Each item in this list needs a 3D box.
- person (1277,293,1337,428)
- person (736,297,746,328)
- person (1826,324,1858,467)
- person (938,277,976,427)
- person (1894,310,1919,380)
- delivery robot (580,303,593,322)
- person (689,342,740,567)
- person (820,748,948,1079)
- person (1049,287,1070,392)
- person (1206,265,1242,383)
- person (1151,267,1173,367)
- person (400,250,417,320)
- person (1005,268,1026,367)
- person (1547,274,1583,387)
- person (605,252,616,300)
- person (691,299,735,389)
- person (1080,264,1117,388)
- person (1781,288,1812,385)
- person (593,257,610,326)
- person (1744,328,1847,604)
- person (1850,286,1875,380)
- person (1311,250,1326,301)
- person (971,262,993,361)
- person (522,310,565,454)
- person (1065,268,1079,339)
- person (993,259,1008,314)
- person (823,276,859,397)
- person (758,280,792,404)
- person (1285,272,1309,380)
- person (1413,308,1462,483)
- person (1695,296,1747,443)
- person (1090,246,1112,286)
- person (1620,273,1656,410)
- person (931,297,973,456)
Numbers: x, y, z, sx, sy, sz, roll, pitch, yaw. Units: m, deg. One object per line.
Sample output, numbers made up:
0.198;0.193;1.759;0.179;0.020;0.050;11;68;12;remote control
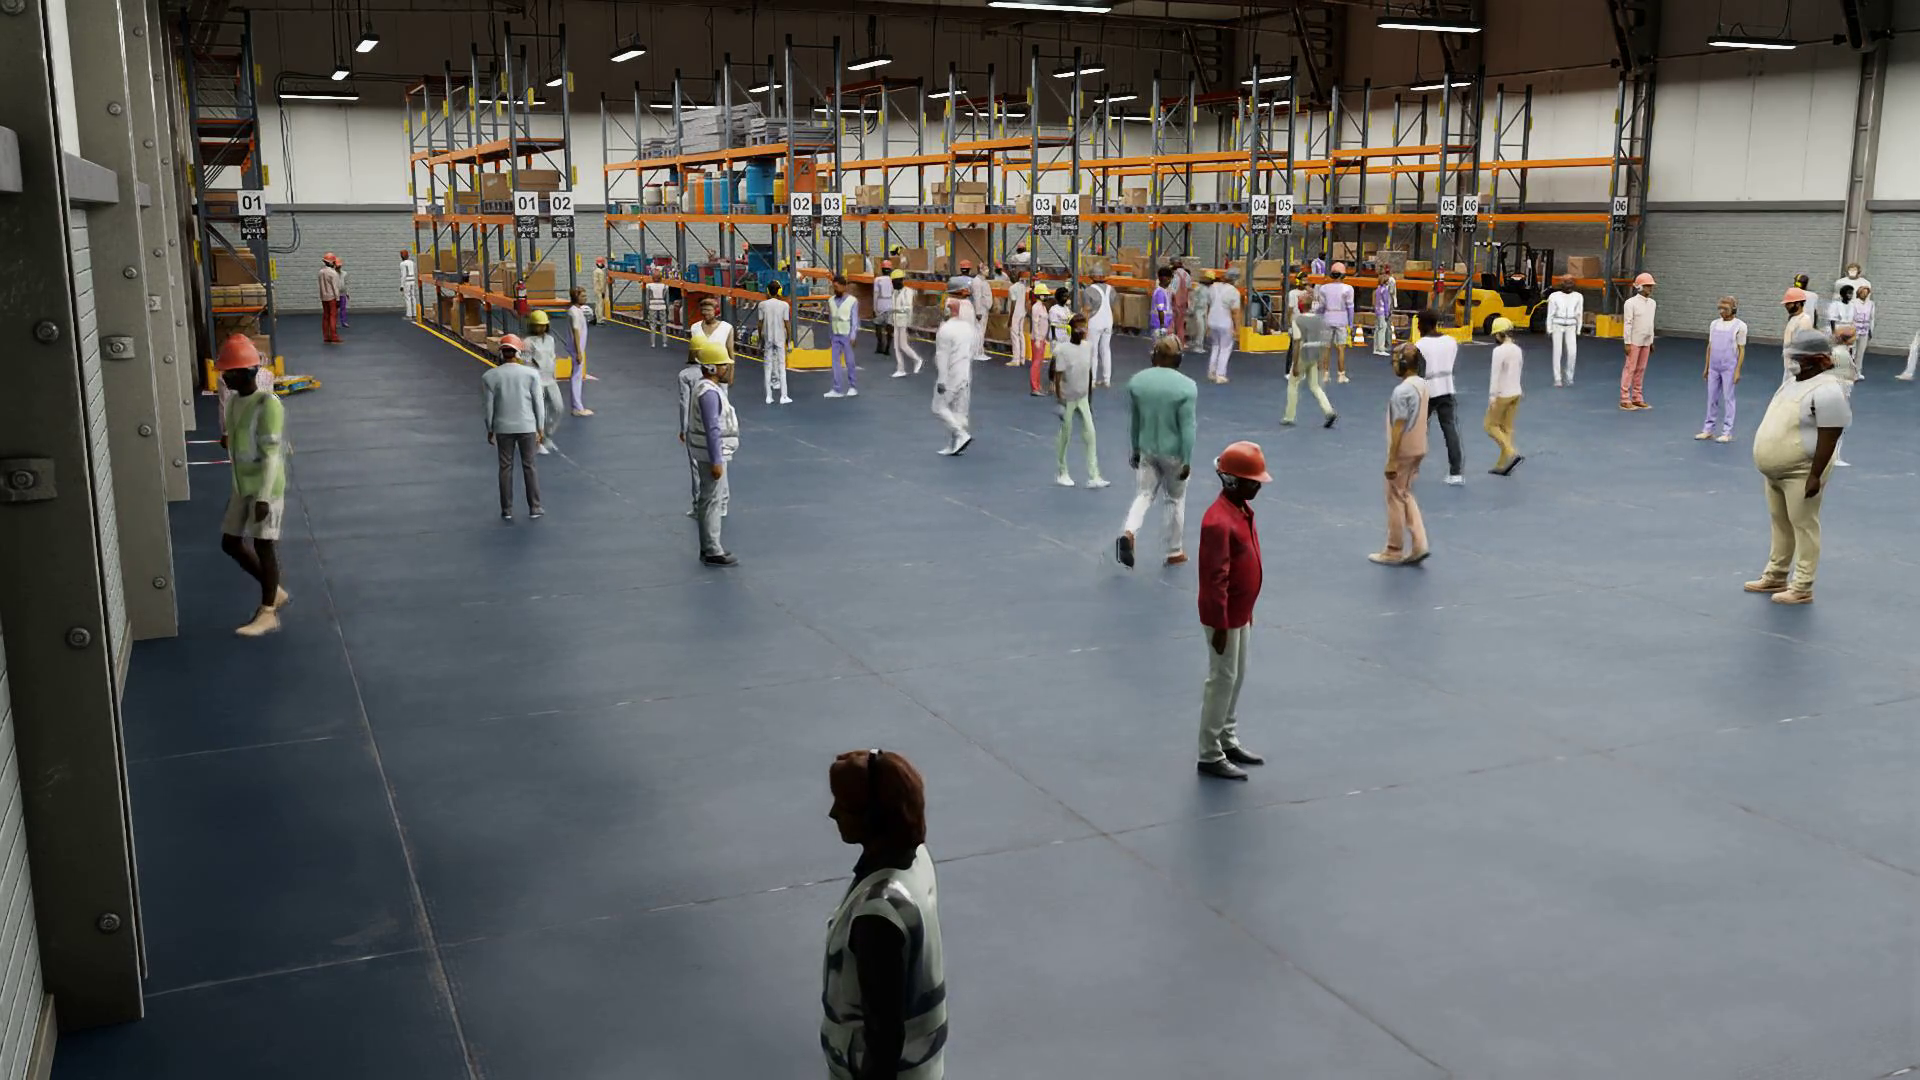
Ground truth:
4.695;-2.410;22.370;0.576;1.818;0.866;-8;14;-36;person
-5.526;-6.150;41.547;0.320;1.740;0.492;5;12;24;person
9.998;-1.642;18.931;0.403;1.623;0.532;5;12;24;person
-0.055;-2.543;22.453;0.537;2.000;0.679;0;11;2;person
16.668;-3.624;28.567;0.527;1.810;0.853;-10;15;-42;person
-9.693;-5.877;42.947;0.477;0.478;0.707;-4;12;-21;delivery robot
-2.014;-0.706;13.646;0.404;1.834;0.592;-3;11;-13;person
-0.179;1.289;4.007;0.306;1.637;0.522;1;11;4;person
1.612;-3.233;26.836;0.317;1.696;0.540;7;13;30;person
4.503;-3.680;28.231;0.543;2.000;0.724;-10;15;-40;person
3.416;-3.631;28.185;0.368;1.961;0.603;0;11;2;person
-14.965;-6.911;45.046;0.355;1.887;0.573;3;12;15;person
1.056;-4.184;31.291;0.328;1.844;0.514;6;13;30;person
10.017;-3.457;27.536;0.588;1.865;0.590;2;11;8;person
-9.873;-7.251;47.073;0.309;1.772;0.525;1;11;6;person
-3.042;-2.053;20.489;0.567;1.836;0.415;4;12;18;person
2.231;-3.538;27.511;0.688;2.000;0.536;-8;14;-36;person
10.700;-2.272;21.388;0.390;1.924;0.548;2;11;10;person
-9.225;-6.390;42.739;0.342;1.751;0.564;-6;13;-27;person
6.176;-0.555;12.349;0.538;2.000;0.684;0;11;-3;person
15.553;-3.583;28.794;0.520;1.630;0.319;-1;11;-5;person
10.197;-7.266;46.972;0.621;1.843;0.429;-6;13;-28;person
0.445;-4.475;32.615;0.405;1.910;0.636;3;11;13;person
-4.992;-1.880;19.880;0.402;1.726;0.503;8;14;35;person
2.528;-5.380;37.904;0.310;1.639;0.521;-4;12;-18;person
0.936;-6.137;41.516;0.570;1.724;0.752;-7;13;-30;person
-1.839;-3.198;26.186;0.661;1.880;0.666;7;13;33;person
-2.806;-3.001;25.220;0.532;1.868;0.310;2;11;11;person
5.864;-3.701;28.789;0.534;1.864;0.310;-10;15;-41;person
5.088;-1.546;17.871;0.608;1.864;0.977;-4;12;-20;person
9.610;-2.149;20.954;0.346;1.846;0.506;-7;13;-31;person
3.858;-7.131;45.889;0.622;2.009;0.863;-2;11;-11;person
9.974;-2.907;24.417;0.612;1.997;0.375;-7;13;-30;person
-0.087;-1.913;19.630;0.455;1.890;0.669;6;13;28;person
